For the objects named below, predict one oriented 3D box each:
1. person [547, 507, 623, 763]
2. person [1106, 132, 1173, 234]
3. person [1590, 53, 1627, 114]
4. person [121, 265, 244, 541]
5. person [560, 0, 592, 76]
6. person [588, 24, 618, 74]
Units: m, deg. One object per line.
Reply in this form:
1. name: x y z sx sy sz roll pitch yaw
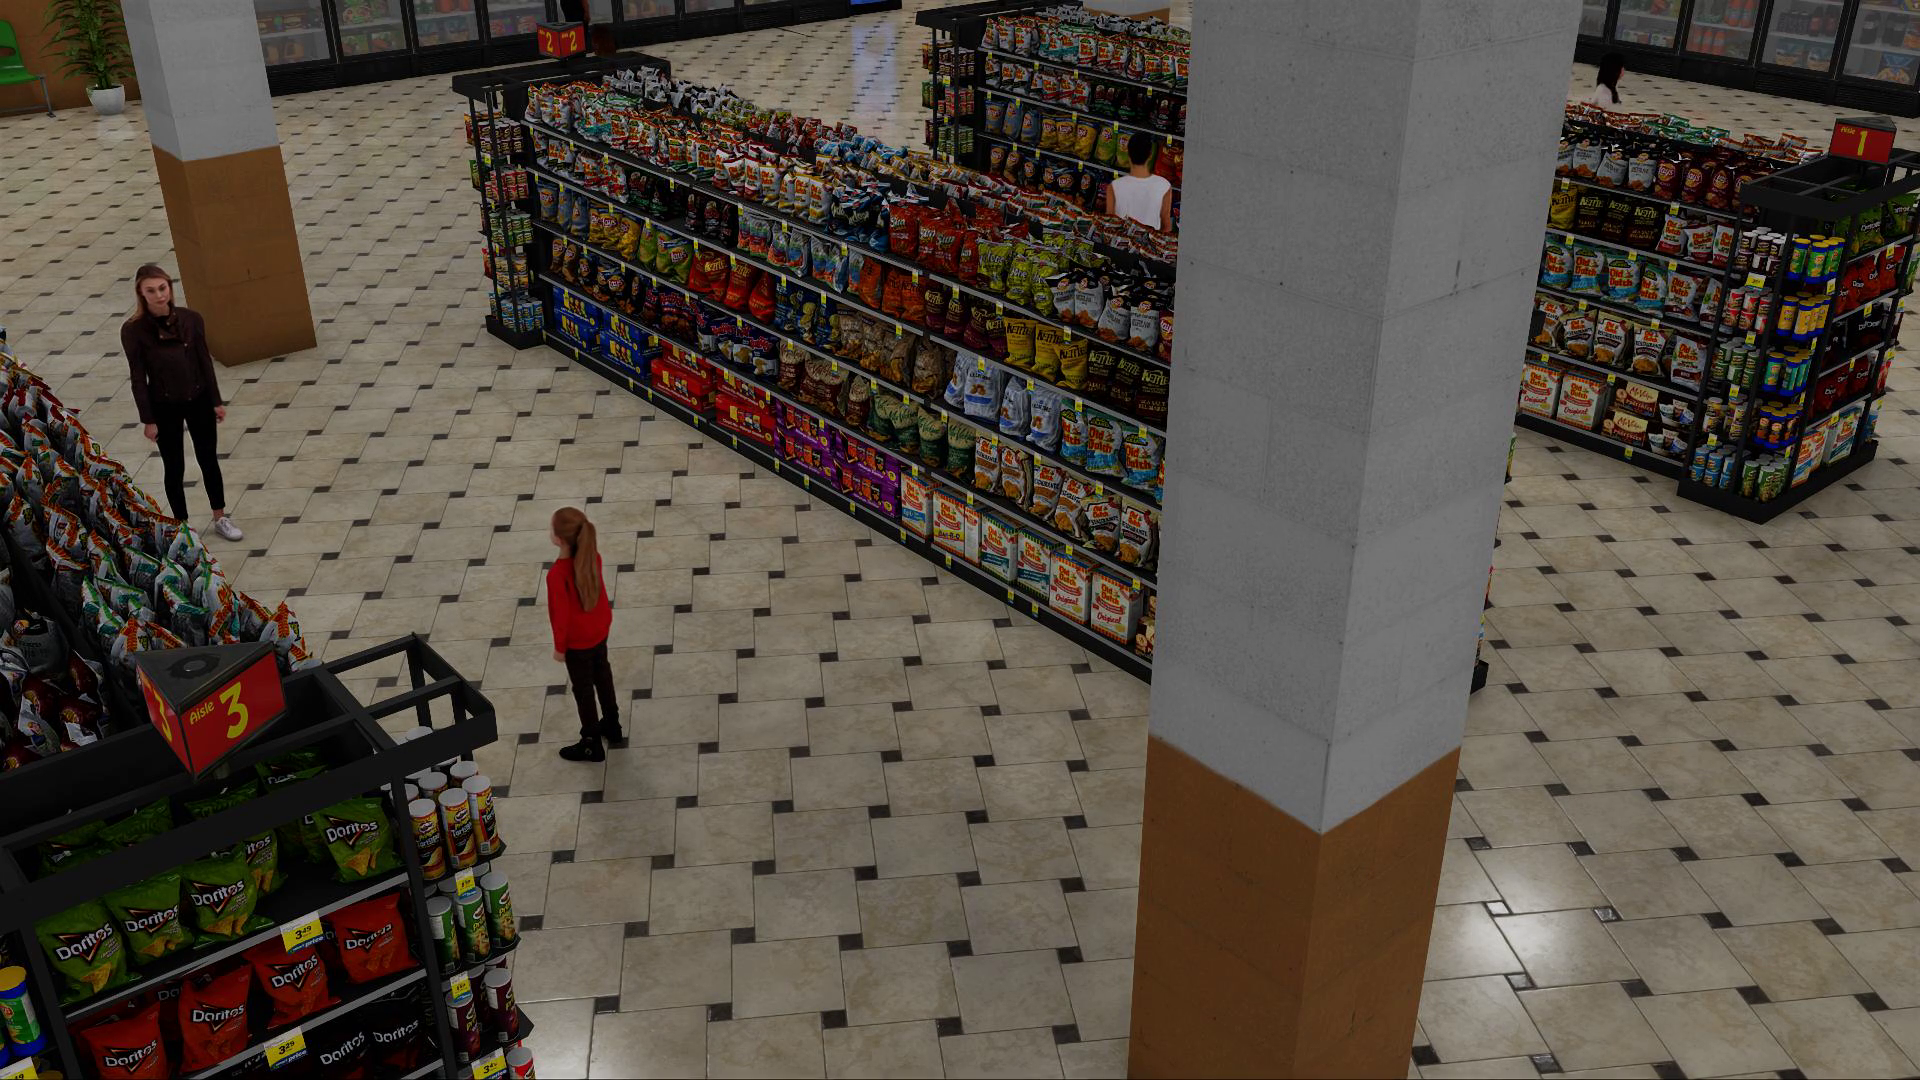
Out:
1. person: -1.744 0.429 7.680 0.612 1.281 0.577 11 29 21
2. person: 1.256 -2.020 11.946 0.729 1.789 0.766 -1 27 -2
3. person: 5.805 -3.657 15.385 1.180 1.599 0.988 9 28 16
4. person: -4.479 -0.763 9.561 0.611 1.704 0.491 -22 34 -37
5. person: -4.955 -6.824 21.386 0.732 1.819 0.492 -23 35 -38
6. person: -3.320 -4.078 16.115 1.162 1.688 0.685 21 34 35
